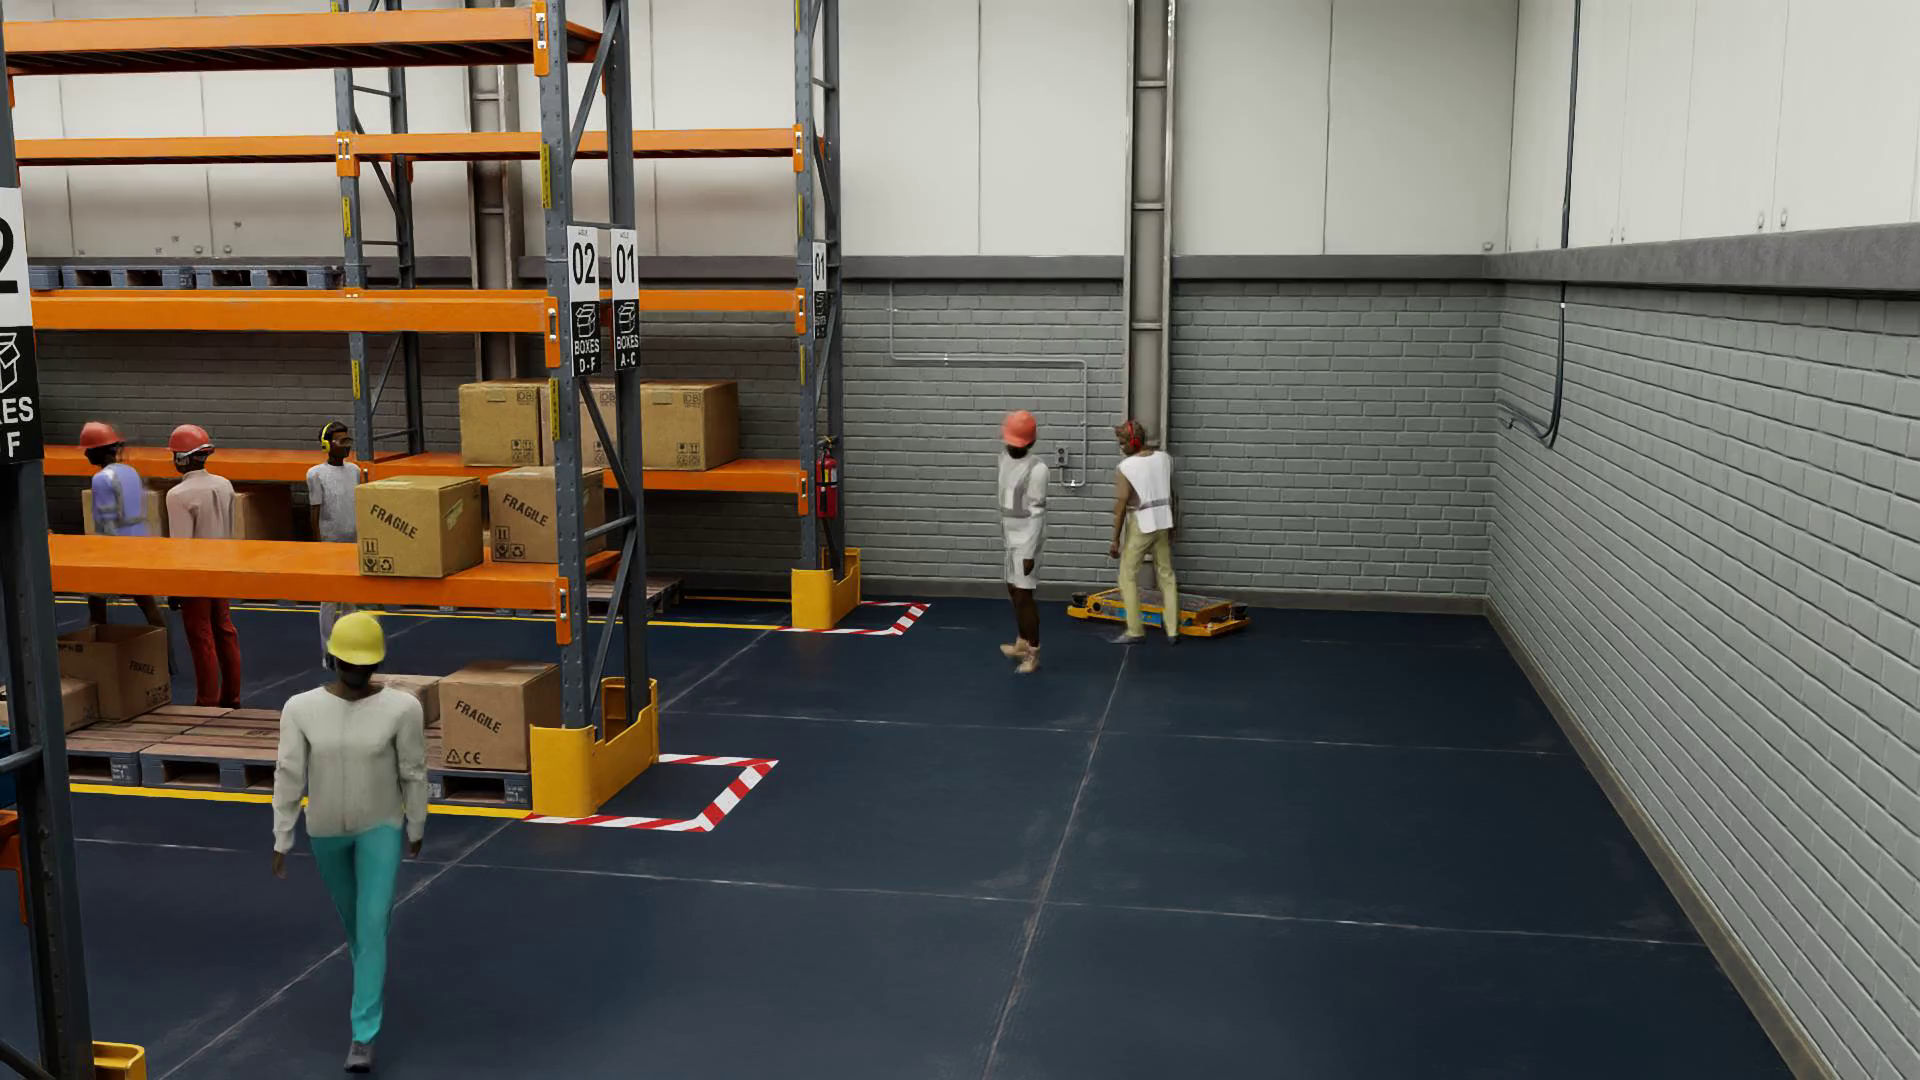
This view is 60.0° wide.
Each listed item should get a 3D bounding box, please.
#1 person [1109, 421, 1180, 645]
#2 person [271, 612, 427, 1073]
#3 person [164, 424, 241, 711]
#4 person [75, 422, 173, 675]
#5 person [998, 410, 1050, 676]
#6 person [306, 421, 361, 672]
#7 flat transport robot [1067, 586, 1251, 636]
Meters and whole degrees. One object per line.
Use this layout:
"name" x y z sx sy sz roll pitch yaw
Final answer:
"person" 1.512 -0.046 13.307 0.639 1.804 0.441 -7 11 -37
"person" -2.325 1.115 6.387 0.529 1.708 0.955 -1 9 -7
"person" -5.013 0.232 10.985 0.381 1.994 0.620 1 9 9
"person" -6.285 0.080 12.237 0.916 1.889 0.584 1 9 4
"person" 0.432 0.004 12.431 0.478 1.988 0.792 -4 10 -22
"person" -4.655 0.045 12.522 0.328 1.877 0.513 4 10 23
"flat transport robot" 1.679 0.587 14.119 1.431 0.197 0.652 7 12 39
